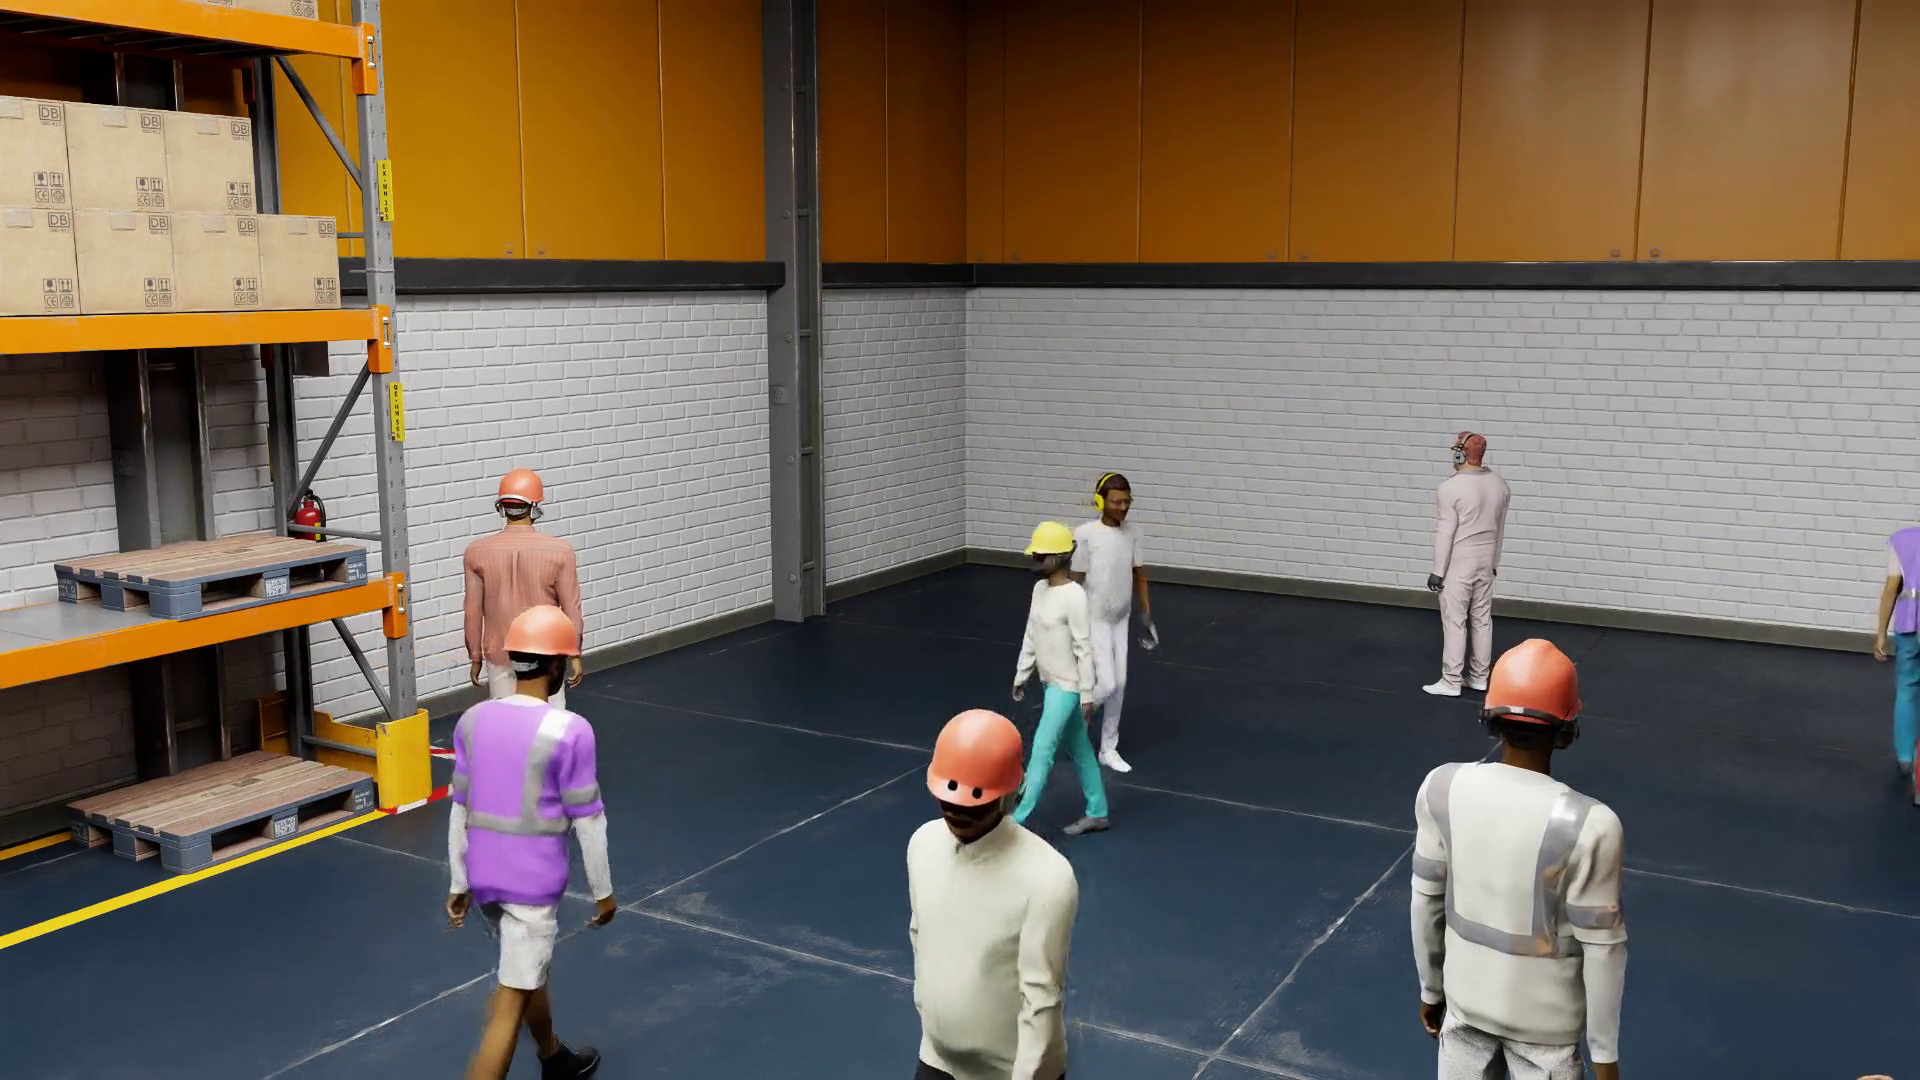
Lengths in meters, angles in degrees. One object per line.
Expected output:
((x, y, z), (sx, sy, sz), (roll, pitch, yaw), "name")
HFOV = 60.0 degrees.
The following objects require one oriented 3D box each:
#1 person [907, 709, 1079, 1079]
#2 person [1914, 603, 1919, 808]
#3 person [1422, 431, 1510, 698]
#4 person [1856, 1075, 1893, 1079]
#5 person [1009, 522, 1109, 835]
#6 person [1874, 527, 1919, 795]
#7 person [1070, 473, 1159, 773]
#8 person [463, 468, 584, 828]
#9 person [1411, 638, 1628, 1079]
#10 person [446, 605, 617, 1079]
((0.116, 1.362, 4.491), (0.601, 1.944, 1.071), (8, 12, 39), "person")
((5.609, 0.671, 9.286), (0.314, 1.769, 0.524), (-5, 10, -26), "person")
((3.611, 0.175, 11.936), (0.641, 1.913, 0.408), (-5, 11, -30), "person")
((1.562, 1.749, 2.973), (0.311, 1.635, 0.513), (-8, 12, -40), "person")
((0.430, 0.765, 8.810), (0.891, 1.719, 0.542), (-3, 10, -19), "person")
((5.764, 0.563, 9.840), (0.579, 1.795, 0.890), (6, 11, 33), "person")
((0.908, 0.503, 10.084), (0.546, 1.850, 0.413), (-6, 11, -35), "person")
((-2.340, 0.608, 8.968), (0.623, 1.992, 0.397), (-1, 9, -5), "person")
((1.543, 1.280, 4.604), (0.357, 2.047, 0.614), (-8, 12, -40), "person")
((-1.507, 1.175, 5.804), (0.564, 1.864, 1.006), (5, 10, 29), "person")
